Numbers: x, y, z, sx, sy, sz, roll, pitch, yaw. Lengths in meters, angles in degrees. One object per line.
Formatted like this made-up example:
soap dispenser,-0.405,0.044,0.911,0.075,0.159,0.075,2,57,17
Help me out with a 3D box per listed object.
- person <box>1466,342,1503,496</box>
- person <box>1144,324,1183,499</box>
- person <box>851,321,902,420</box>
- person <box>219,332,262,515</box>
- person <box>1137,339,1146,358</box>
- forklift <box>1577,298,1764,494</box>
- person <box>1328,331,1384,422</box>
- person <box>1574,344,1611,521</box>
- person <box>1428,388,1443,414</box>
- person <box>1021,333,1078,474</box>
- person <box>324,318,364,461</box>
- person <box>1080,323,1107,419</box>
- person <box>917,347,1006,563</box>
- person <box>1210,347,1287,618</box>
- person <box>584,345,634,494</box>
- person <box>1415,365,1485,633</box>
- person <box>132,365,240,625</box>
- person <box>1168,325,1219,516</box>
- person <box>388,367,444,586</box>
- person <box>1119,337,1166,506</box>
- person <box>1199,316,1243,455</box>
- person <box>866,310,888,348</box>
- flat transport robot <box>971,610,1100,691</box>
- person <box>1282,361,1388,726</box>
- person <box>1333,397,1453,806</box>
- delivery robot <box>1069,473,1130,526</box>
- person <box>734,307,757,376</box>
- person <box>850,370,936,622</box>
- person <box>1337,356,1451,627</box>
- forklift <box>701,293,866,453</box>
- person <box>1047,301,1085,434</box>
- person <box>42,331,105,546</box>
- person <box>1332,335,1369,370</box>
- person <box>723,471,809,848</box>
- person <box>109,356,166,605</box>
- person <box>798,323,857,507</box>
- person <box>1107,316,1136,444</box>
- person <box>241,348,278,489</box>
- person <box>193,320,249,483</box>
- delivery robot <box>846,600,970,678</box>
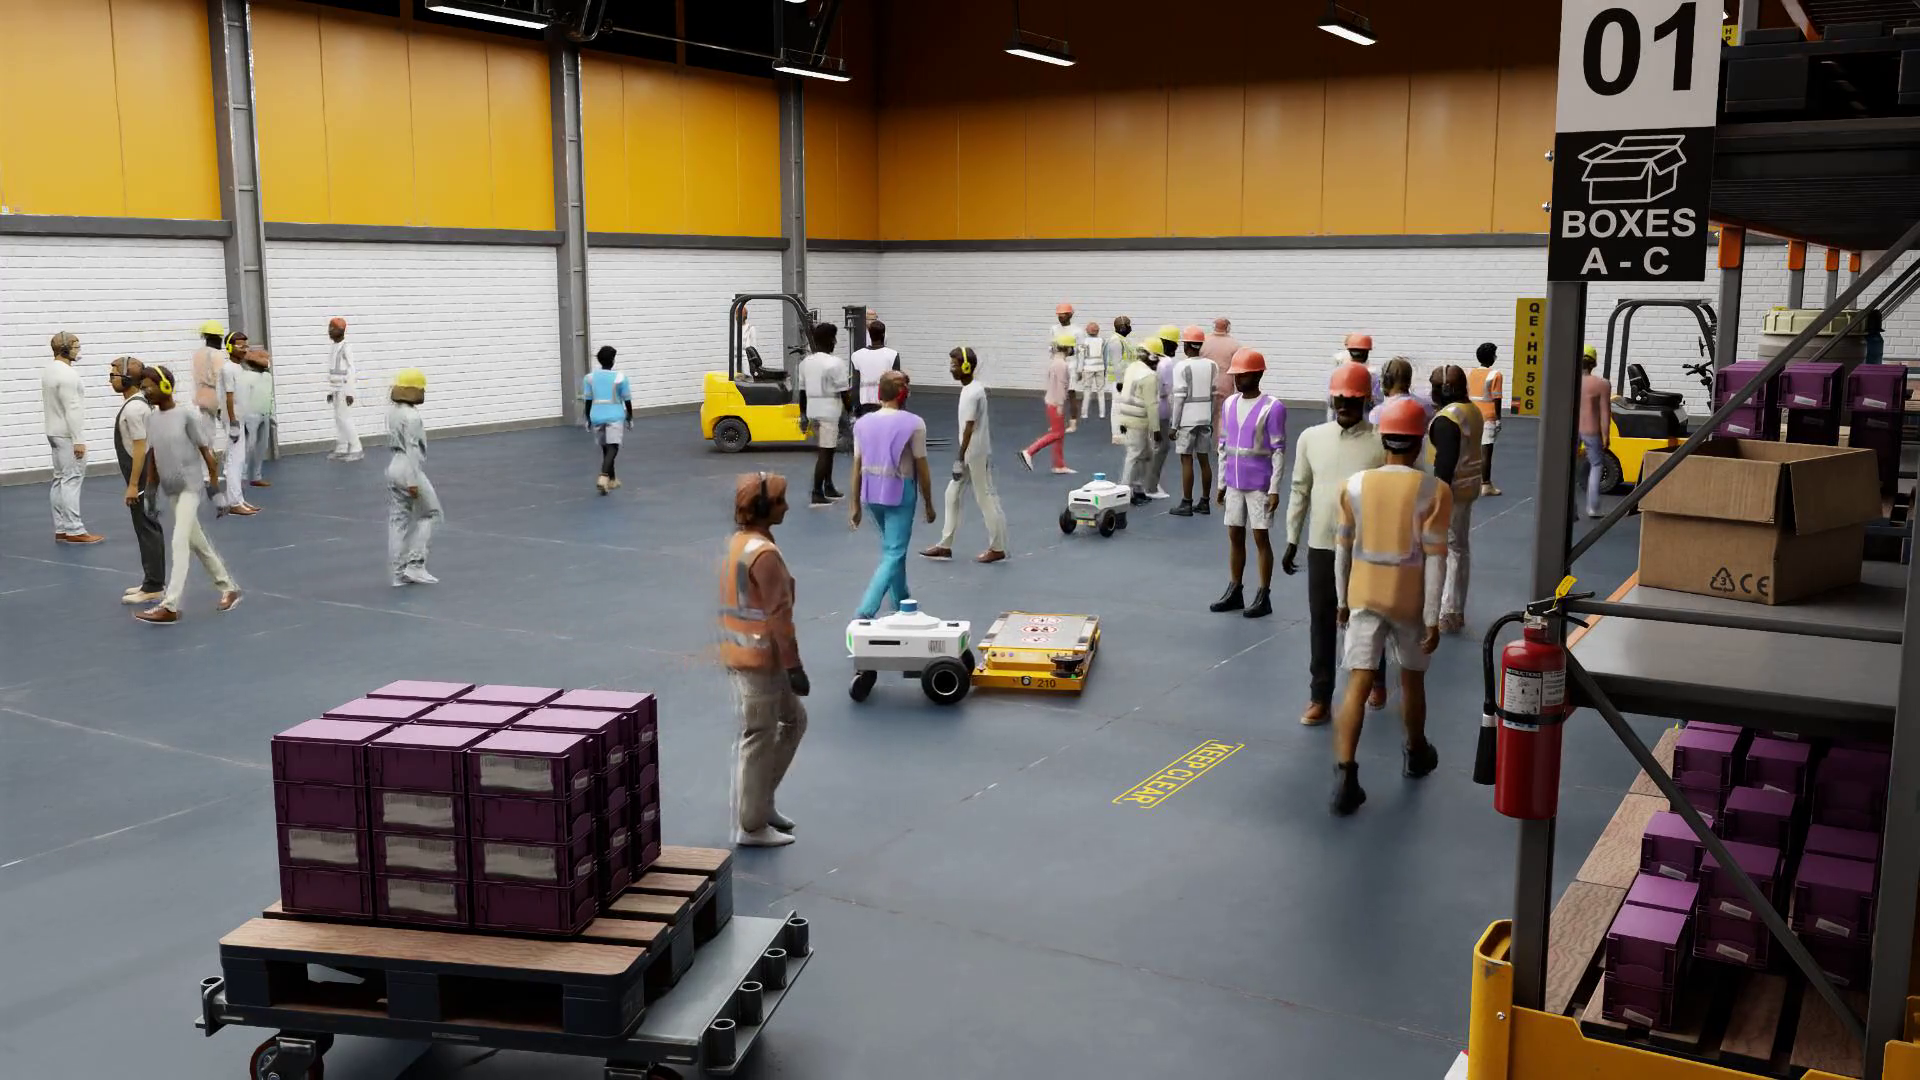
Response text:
person,5.796,-1.342,18.462,0.322,1.696,0.536,-6,11,-31
person,2.195,-1.383,18.053,0.505,1.903,0.638,-4,10,-21
person,-0.943,-1.532,18.966,0.587,1.918,0.391,2,9,15
person,-7.364,-1.187,16.982,0.333,1.866,0.515,-2,9,-13
person,2.380,-1.736,21.125,0.507,1.631,0.266,-5,11,-31
forklift,7.954,-1.589,18.462,2.313,2.155,1.214,5,11,30
person,3.806,-1.062,16.078,0.553,1.914,0.828,5,10,29
person,6.211,-1.064,16.526,0.554,1.747,0.593,7,11,36
person,3.841,-0.478,13.286,0.501,1.634,0.305,-1,9,-9
person,1.106,-1.650,20.234,0.653,1.744,0.541,-1,9,-6
person,-8.114,-1.957,21.846,0.390,1.869,0.642,-7,12,-38
person,2.251,-2.849,28.201,0.537,1.633,0.558,-2,9,-15
person,-0.004,-0.698,14.018,0.886,1.828,0.559,0,9,-3
person,2.054,-0.411,11.908,0.376,1.935,0.550,-8,12,-41
person,-3.950,-1.348,18.618,0.538,1.662,0.844,2,9,10
person,3.338,-0.282,11.420,0.429,1.839,0.621,6,11,33
person,-5.539,-0.333,11.839,0.564,1.809,0.958,4,10,24
person,2.351,-1.207,16.872,0.543,1.940,0.361,-5,11,-31
person,-4.285,-0.492,13.061,0.437,1.727,0.508,-7,12,-39
person,1.926,-1.229,17.475,0.563,1.787,0.613,-2,9,-12
person,3.518,-2.089,22.535,0.671,1.887,0.448,3,9,15
person,-1.355,-2.527,25.218,0.648,1.904,0.401,-5,10,-29
flat transport robot,0.498,0.667,10.364,0.652,0.197,1.431,1,9,9
person,2.094,0.014,9.099,0.640,1.983,0.568,6,11,31
person,2.009,0.278,7.810,0.566,1.884,1.024,5,11,30
delivery robot,1.329,-0.389,15.780,0.477,0.478,0.707,6,11,33
person,-3.755,-3.064,28.633,0.574,1.885,0.355,6,11,34
person,-0.502,-0.253,11.342,0.554,1.805,0.879,7,11,36
person,3.073,-0.330,11.595,0.644,1.891,1.013,-5,11,-30
forklift,-2.458,-2.344,23.176,2.313,2.155,1.214,0,9,-2
person,1.605,-2.647,25.535,0.614,2.040,0.390,7,11,35
person,-8.082,-0.919,15.073,0.366,1.938,0.630,-8,12,-43
person,5.425,-2.052,23.171,0.534,1.605,0.576,1,9,9
person,-0.795,0.519,7.079,0.411,1.626,0.523,-2,9,-13
person,-6.130,-0.444,12.400,0.345,1.847,0.504,-3,10,-19
person,-1.344,-1.325,17.604,0.751,1.939,0.613,-9,12,-43
person,2.344,-2.311,24.061,0.429,1.846,0.630,2,9,11
person,-8.075,-1.393,19.072,0.304,1.608,0.607,3,9,15
person,-8.716,-1.628,19.590,0.606,1.903,0.658,7,11,36
delivery robot,-0.300,0.591,9.664,0.707,0.478,0.477,1,9,4
